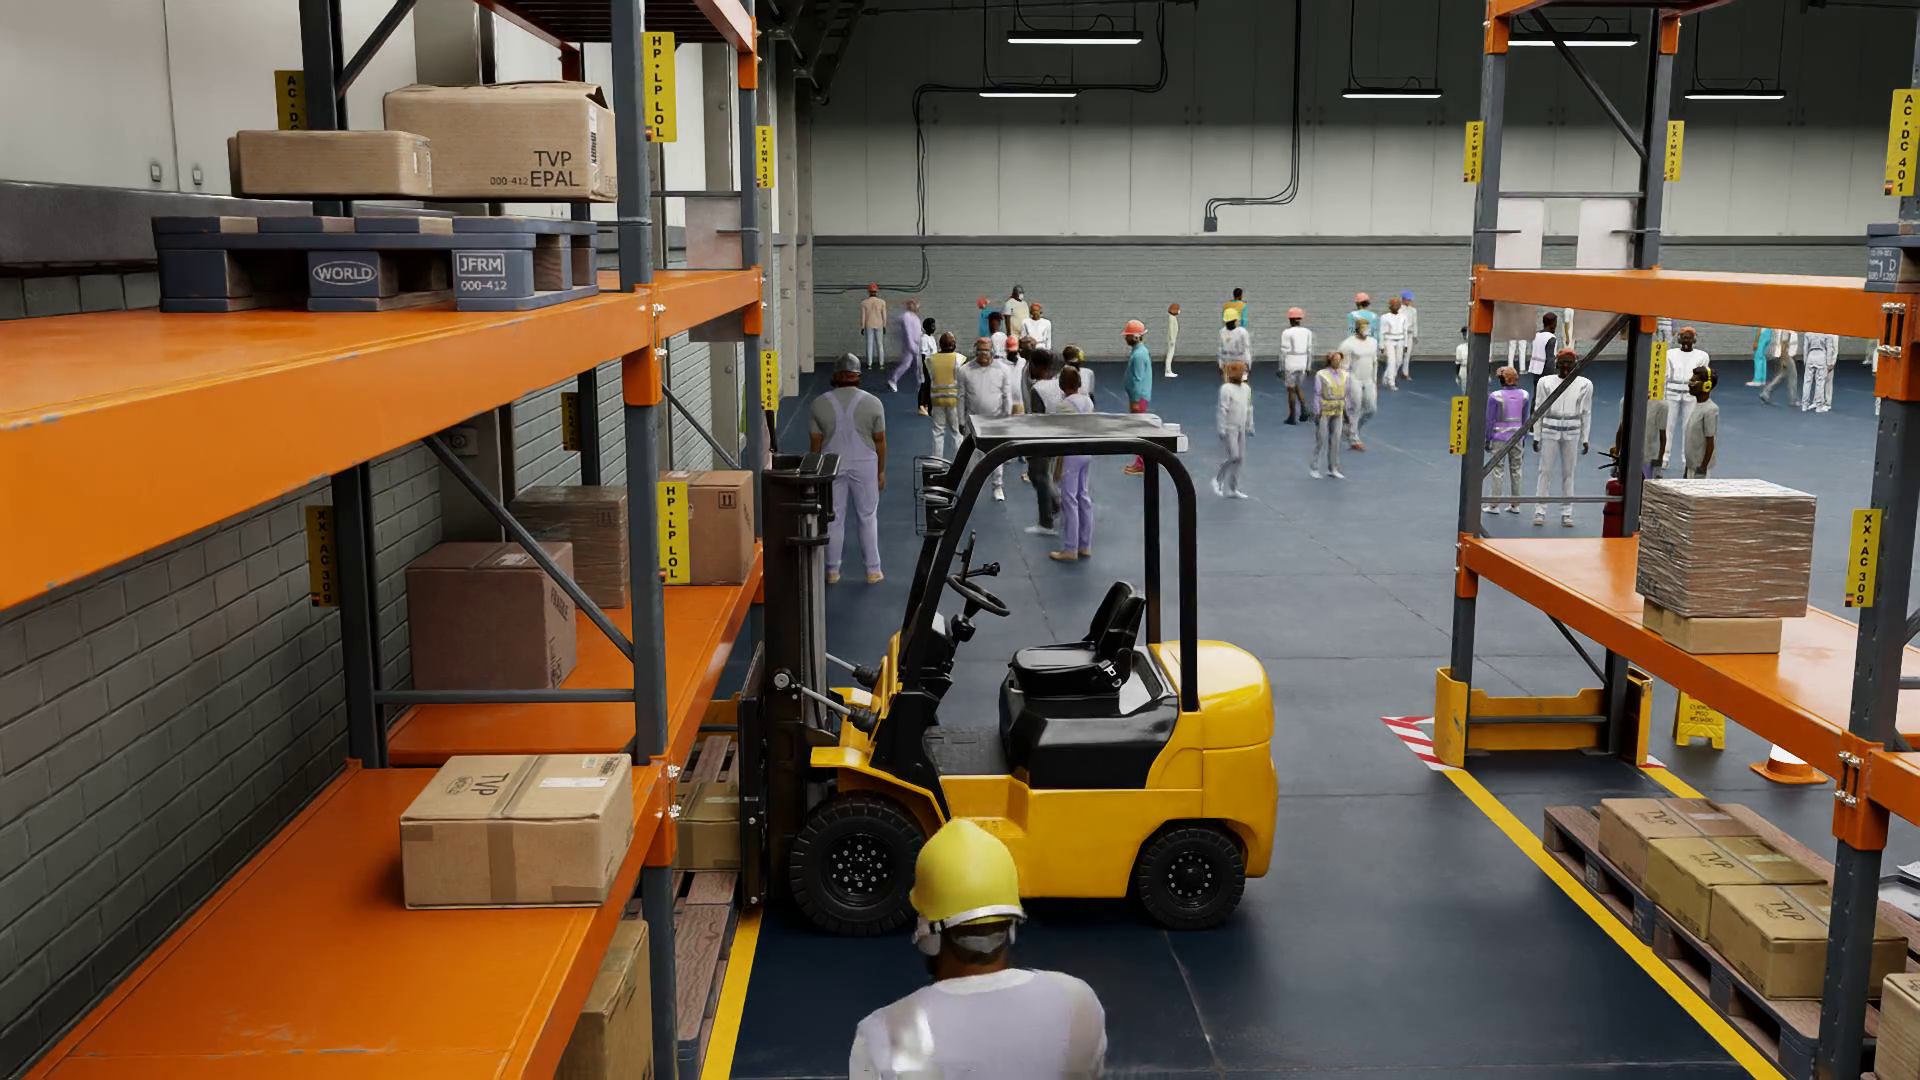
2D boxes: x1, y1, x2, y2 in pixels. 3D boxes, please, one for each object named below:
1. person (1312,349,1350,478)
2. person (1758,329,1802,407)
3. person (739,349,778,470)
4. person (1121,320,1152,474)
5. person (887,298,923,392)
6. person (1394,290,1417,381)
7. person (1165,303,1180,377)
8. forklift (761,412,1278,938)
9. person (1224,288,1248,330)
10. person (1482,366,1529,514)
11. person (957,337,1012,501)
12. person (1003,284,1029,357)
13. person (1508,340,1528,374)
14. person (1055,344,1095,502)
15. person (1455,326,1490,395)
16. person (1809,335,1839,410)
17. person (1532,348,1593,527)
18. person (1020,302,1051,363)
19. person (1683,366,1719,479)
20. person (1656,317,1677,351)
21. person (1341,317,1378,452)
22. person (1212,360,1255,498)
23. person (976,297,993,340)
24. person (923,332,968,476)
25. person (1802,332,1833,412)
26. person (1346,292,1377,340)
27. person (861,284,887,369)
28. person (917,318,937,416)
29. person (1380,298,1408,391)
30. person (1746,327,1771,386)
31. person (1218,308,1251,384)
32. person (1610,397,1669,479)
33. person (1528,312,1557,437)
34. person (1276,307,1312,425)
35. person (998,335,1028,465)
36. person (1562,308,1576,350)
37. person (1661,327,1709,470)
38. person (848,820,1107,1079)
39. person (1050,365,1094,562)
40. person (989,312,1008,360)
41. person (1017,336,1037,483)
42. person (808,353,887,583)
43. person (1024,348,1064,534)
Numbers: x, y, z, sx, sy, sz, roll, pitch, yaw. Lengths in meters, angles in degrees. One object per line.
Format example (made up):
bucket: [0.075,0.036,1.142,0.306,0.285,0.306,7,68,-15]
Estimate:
person: [4.700,-1.599,21.108,0.519,1.643,0.312,-5,11,-25]
person: [15.050,-3.338,30.296,0.836,1.816,0.578,7,12,33]
person: [-2.160,-1.123,17.893,0.386,1.838,0.560,-7,12,-34]
person: [2.270,-1.840,21.489,0.405,1.985,0.603,1,10,6]
person: [-1.001,-3.870,33.074,0.885,1.879,0.641,4,11,20]
person: [9.583,-4.415,35.922,0.616,1.944,0.405,-4,11,-23]
person: [4.724,-4.437,36.938,0.282,1.626,0.500,2,10,9]
forklift: [0.291,0.548,7.580,2.313,2.155,1.214,0,10,-2]
person: [6.374,-4.853,38.496,0.621,1.917,0.379,9,14,41]
person: [6.001,-1.090,18.278,0.514,1.634,0.313,-2,10,-13]
person: [0.280,-1.390,19.219,0.641,1.898,0.395,0,10,2]
person: [1.327,-4.709,37.292,0.676,2.000,0.536,-10,14,-44]
person: [12.657,-4.701,37.690,0.573,1.883,0.354,7,13,35]
person: [1.304,-1.352,19.200,0.566,1.834,0.512,-4,11,-20]
person: [8.075,-2.561,26.364,0.569,1.660,0.574,9,14,41]
person: [15.392,-3.131,29.618,0.306,1.640,0.522,-2,10,-12]
person: [6.324,-1.078,17.507,0.572,1.883,0.353,3,11,16]
person: [1.372,-3.395,30.415,0.572,1.883,0.354,0,10,0]
person: [6.679,-0.643,15.108,0.328,1.877,0.513,2,10,10]
person: [17.005,-5.099,40.046,0.403,1.833,0.586,-6,12,-28]
person: [5.710,-2.217,23.727,0.653,1.926,0.437,-5,11,-26]
person: [3.219,-1.286,19.384,0.511,1.621,0.343,-9,14,-41]
person: [0.514,-4.782,38.607,0.627,1.709,0.595,4,11,21]
person: [-0.148,-1.728,21.243,0.627,1.844,0.429,3,11,16]
person: [15.143,-3.138,29.362,0.289,1.746,0.487,-8,13,-38]
person: [7.651,-3.705,31.734,0.637,2.032,0.527,-3,11,-18]
person: [-2.028,-5.011,39.102,0.608,1.996,0.380,-2,10,-10]
person: [-0.565,-2.985,28.672,0.322,1.690,0.533,3,11,15]
person: [8.739,-3.967,33.643,0.583,1.866,0.673,-3,11,-14]
person: [16.625,-4.108,34.528,0.349,1.836,0.517,10,14,44]
person: [4.611,-2.959,27.976,0.593,1.895,0.593,-10,14,-43]
person: [6.337,-0.726,15.580,0.329,1.872,0.508,-8,13,-39]
person: [8.958,-2.535,25.557,0.397,1.911,0.587,-1,10,-5]
person: [5.466,-2.843,27.244,0.560,1.923,0.413,-5,11,-25]
person: [0.723,-1.883,22.395,0.596,1.738,0.358,-4,11,-22]
person: [13.244,-4.394,36.081,0.345,1.846,0.508,7,12,35]
person: [9.462,-1.848,21.797,0.573,1.883,0.354,4,11,23]
person: [-0.022,1.459,3.594,0.629,1.798,0.824,-5,11,-25]
person: [1.049,-0.715,15.599,0.351,1.843,0.506,9,13,40]
person: [0.600,-2.511,25.367,0.395,1.932,0.686,2,10,10]
person: [0.883,-1.623,20.706,0.363,1.834,0.520,0,10,-2]
person: [-0.970,-0.635,14.596,0.676,2.000,0.536,1,10,3]
person: [0.834,-1.002,16.989,0.452,1.907,0.603,4,11,22]
